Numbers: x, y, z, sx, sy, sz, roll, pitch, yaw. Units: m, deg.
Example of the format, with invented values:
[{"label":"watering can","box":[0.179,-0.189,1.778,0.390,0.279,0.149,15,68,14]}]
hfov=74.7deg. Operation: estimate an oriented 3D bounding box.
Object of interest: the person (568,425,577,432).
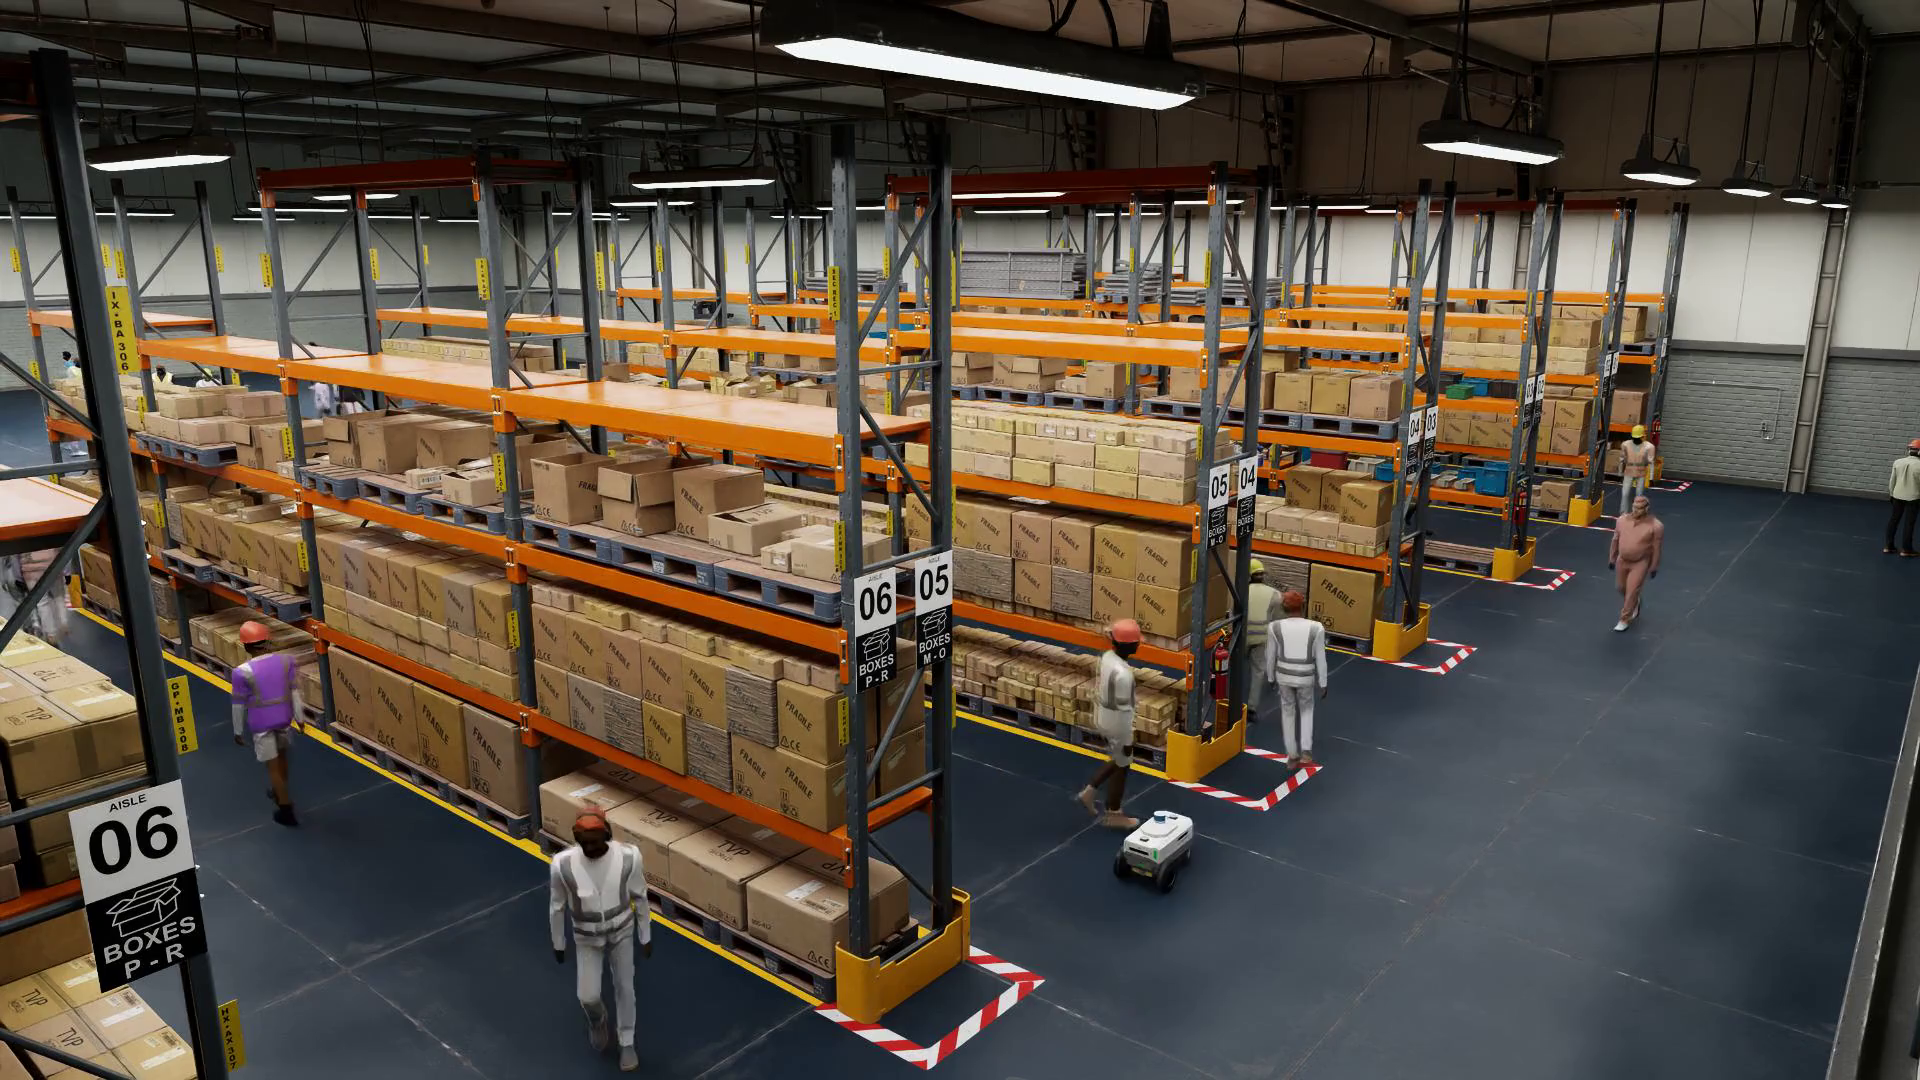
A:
[{"label":"person","box":[-8.819,-2.289,28.443,0.845,1.720,0.554,4,14,17]}]

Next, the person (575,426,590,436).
[{"label":"person","box":[-8.771,-2.397,29.102,0.418,1.618,0.550,5,15,21]}]

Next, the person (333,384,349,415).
[{"label":"person","box":[-17.653,-4.191,35.933,0.992,1.881,0.574,11,17,37]}]

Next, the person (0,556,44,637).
[{"label":"person","box":[-12.594,0.514,16.894,0.502,1.728,0.432,-11,17,-37]}]

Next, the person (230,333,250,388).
[{"label":"person","box":[-25.436,-6.320,44.463,0.976,2.000,0.687,4,14,15]}]

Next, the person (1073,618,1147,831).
[{"label":"person","box":[1.407,1.685,11.466,0.534,2.029,0.626,-2,14,-9]}]

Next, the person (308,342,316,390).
[{"label":"person","box":[-22.774,-6.126,44.342,0.650,1.677,0.541,4,14,17]}]

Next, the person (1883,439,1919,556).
[{"label":"person","box":[16.196,-0.732,21.502,0.388,1.987,0.608,-5,15,-20]}]

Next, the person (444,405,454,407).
[{"label":"person","box":[-13.818,-3.774,34.279,1.021,1.852,0.550,9,17,34]}]

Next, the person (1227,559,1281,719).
[{"label":"person","box":[3.322,1.098,14.415,0.606,1.769,0.868,0,14,2]}]

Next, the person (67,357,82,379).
[{"label":"person","box":[-26.132,-4.524,37.430,0.571,1.827,0.644,7,15,27]}]

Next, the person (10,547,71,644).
[{"label":"person","box":[-12.354,0.460,16.932,0.704,1.817,0.634,12,18,42]}]

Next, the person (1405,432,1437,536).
[{"label":"person","box":[8.436,-1.078,23.060,0.553,1.925,0.680,-9,16,-32]}]

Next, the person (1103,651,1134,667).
[{"label":"person","box":[1.985,0.726,15.601,0.353,1.937,0.635,9,17,34]}]

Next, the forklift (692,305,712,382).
[{"label":"forklift","box":[-9.511,-7.392,47.124,1.873,2.768,1.129,11,17,38]}]

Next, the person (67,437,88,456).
[{"label":"person","box":[-21.899,-3.021,31.099,0.433,1.895,0.670,-11,18,-39]}]

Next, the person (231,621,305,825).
[{"label":"person","box":[-6.524,1.676,11.785,0.886,1.897,0.554,10,17,35]}]

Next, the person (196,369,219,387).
[{"label":"person","box":[-20.384,-3.736,34.214,0.615,1.807,0.722,-8,16,-28]}]

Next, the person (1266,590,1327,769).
[{"label":"person","box":[3.443,1.420,12.909,0.621,1.858,0.448,4,14,17]}]

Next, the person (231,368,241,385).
[{"label":"person","box":[-26.414,-6.415,45.640,0.676,1.610,0.519,-3,14,-12]}]

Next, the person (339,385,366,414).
[{"label":"person","box":[-16.398,-3.761,34.046,0.694,1.960,0.419,-2,14,-9]}]

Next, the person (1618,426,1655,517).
[{"label":"person","box":[12.726,-1.217,23.718,0.644,1.877,0.837,10,17,36]}]

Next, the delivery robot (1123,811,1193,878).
[{"label":"delivery robot","box":[1.706,2.567,10.807,0.477,0.478,0.707,10,17,36]}]

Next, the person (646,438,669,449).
[{"label":"person","box":[-5.576,-1.195,23.573,0.404,1.906,0.652,13,19,42]}]

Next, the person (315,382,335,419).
[{"label":"person","box":[-16.952,-3.575,33.461,1.001,1.875,0.584,0,14,0]}]

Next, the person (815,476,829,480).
[{"label":"person","box":[-3.070,-2.149,28.104,0.517,1.622,0.393,-12,18,-42]}]

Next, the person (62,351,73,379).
[{"label":"person","box":[-28.711,-5.238,40.642,0.318,1.696,0.532,-11,18,-39]}]

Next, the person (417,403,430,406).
[{"label":"person","box":[-16.883,-4.986,39.459,0.533,1.767,0.324,-4,14,-15]}]

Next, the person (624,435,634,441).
[{"label":"person","box":[-7.159,-2.113,27.793,0.550,1.683,0.366,3,14,12]}]

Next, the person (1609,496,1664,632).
[{"label":"person","box":[9.388,0.290,17.515,0.797,1.881,0.655,-10,17,-35]}]

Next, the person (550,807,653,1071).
[{"label":"person","box":[-2.324,2.563,8.182,0.621,1.868,0.448,-4,14,-17]}]

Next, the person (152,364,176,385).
[{"label":"person","box":[-22.350,-4.028,35.375,0.622,1.838,0.429,-6,15,-25]}]
